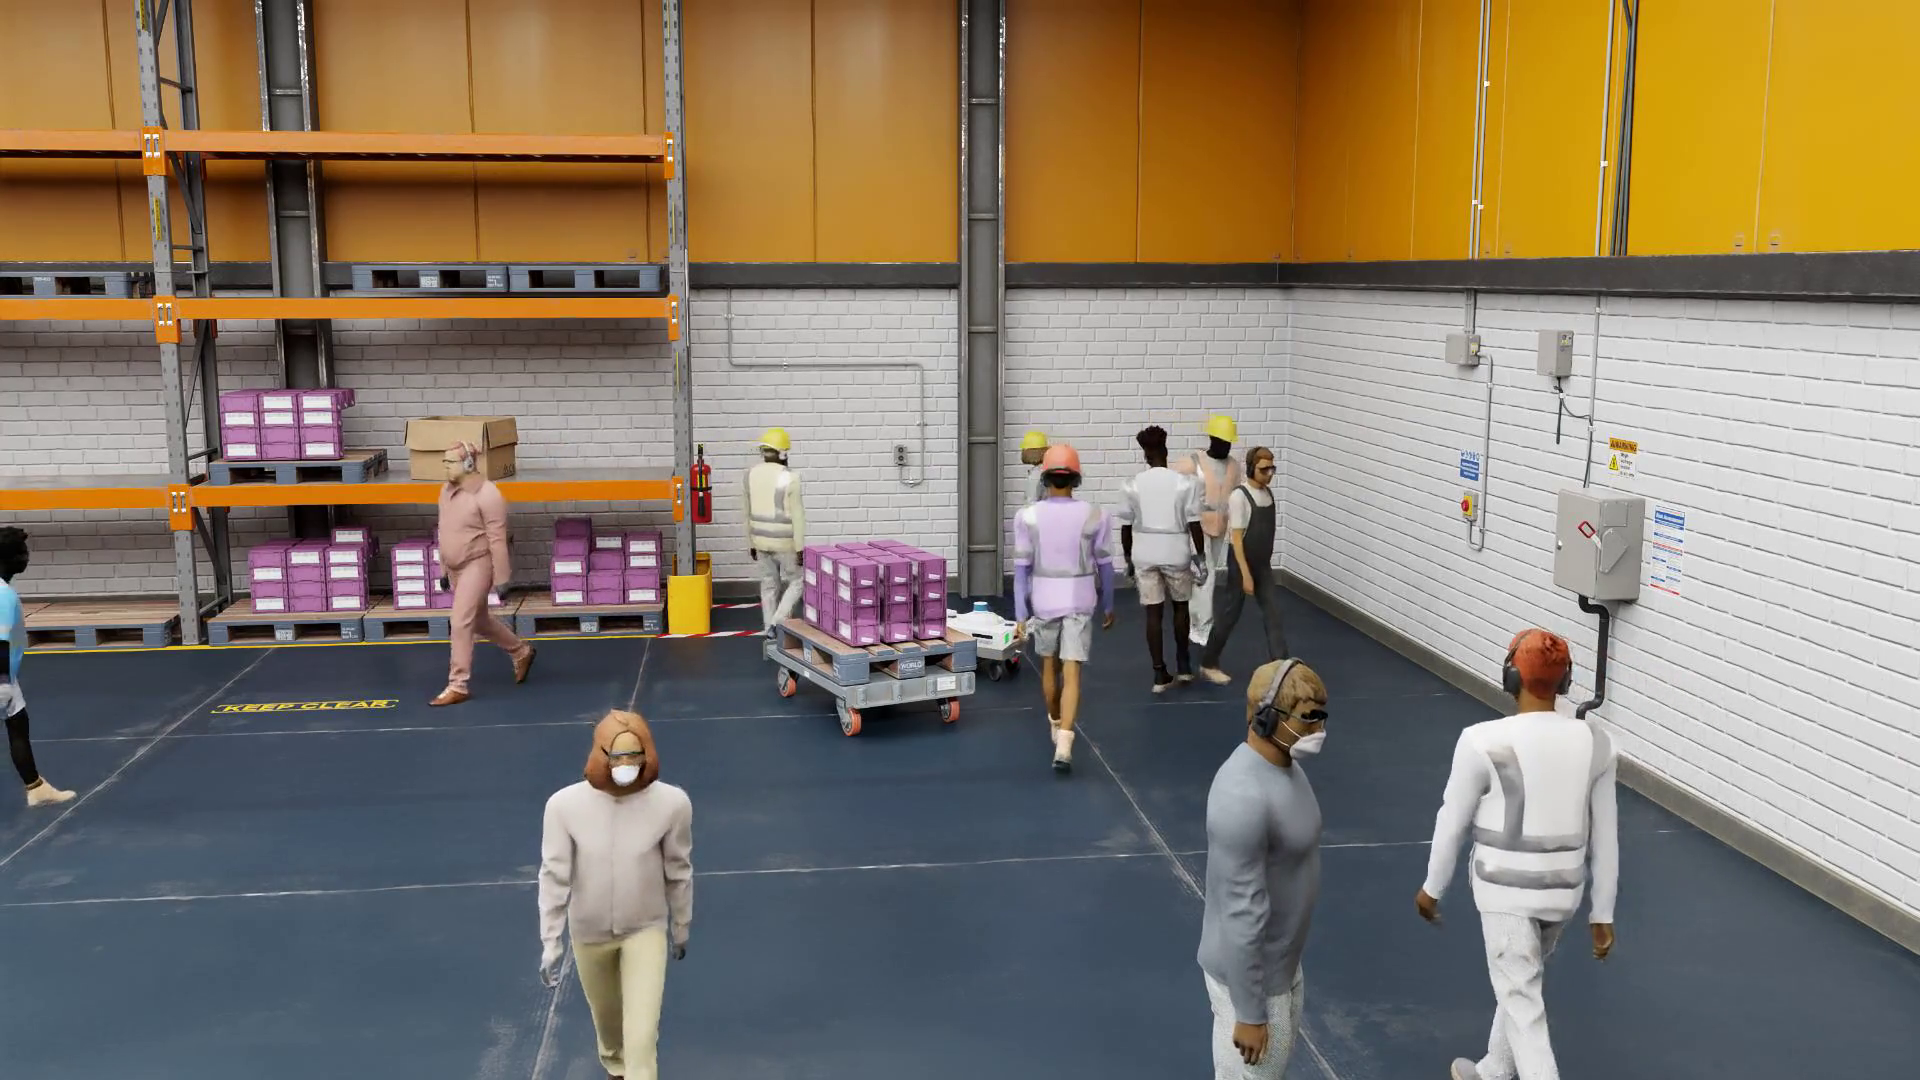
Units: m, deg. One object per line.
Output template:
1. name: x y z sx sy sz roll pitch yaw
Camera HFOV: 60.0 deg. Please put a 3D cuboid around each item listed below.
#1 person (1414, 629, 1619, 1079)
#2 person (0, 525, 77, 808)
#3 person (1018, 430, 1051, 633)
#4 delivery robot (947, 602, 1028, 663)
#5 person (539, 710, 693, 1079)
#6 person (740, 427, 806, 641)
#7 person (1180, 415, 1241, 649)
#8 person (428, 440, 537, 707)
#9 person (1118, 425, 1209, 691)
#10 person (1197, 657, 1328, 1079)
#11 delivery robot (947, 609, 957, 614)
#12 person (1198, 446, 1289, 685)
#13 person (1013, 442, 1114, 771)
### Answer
1. person: 1.947 1.223 5.652 0.582 1.844 0.975 -2 9 -14
2. person: -5.439 0.753 9.141 0.885 1.651 0.548 -7 11 -35
3. person: 0.622 -0.058 13.980 0.452 1.729 0.487 2 9 11
4. delivery robot: 0.154 0.709 12.526 0.707 0.478 0.477 6 11 33
5. person: -1.163 1.336 5.702 0.503 1.584 0.891 -1 9 -7
6. person: -1.461 0.007 13.274 0.611 1.813 0.422 6 11 31
7. person: 2.068 -0.057 13.431 0.613 1.887 0.787 -6 11 -32
8. person: -3.439 0.203 11.907 0.634 1.873 0.901 8 12 42
9. person: 1.511 0.124 12.198 0.682 1.924 0.642 2 9 15
10. person: 0.896 1.289 4.913 0.370 1.934 0.627 3 10 19
11. delivery robot: -0.366 0.627 13.039 0.707 0.478 0.477 8 12 41
12. person: 2.116 0.212 12.092 0.514 1.802 0.912 -8 12 -40
13. person: 0.632 0.399 10.317 0.613 2.006 1.052 2 9 11
